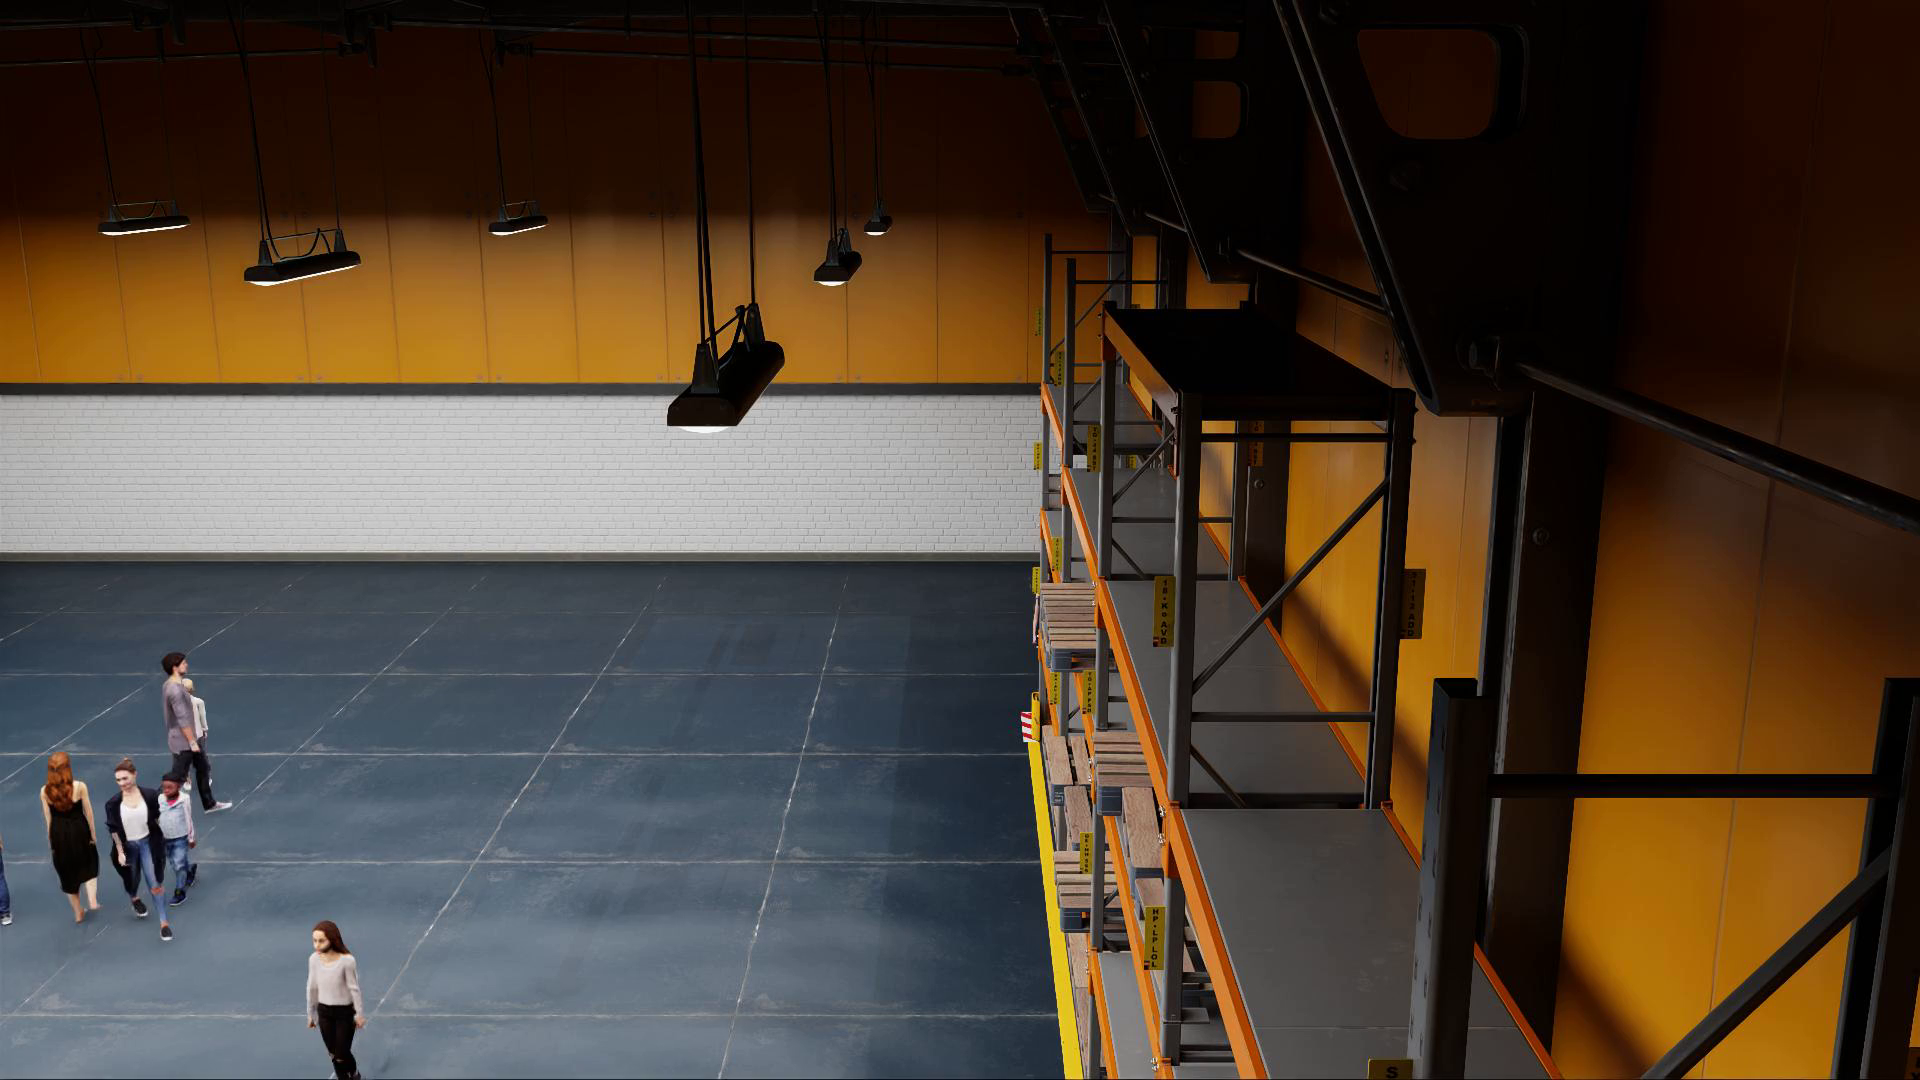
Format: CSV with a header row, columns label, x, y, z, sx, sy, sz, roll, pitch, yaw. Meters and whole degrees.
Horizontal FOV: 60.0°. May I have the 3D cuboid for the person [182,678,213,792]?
label,x,y,z,sx,sy,sz,roll,pitch,yaw
person,-8.527,2.140,18.433,0.581,1.276,0.616,-6,15,-23

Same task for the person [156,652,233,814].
label,x,y,z,sx,sy,sz,roll,pitch,yaw
person,-8.231,2.108,17.410,1.074,1.821,1.181,-7,15,-26

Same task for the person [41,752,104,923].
label,x,y,z,sx,sy,sz,roll,pitch,yaw
person,-8.152,2.749,15.201,0.671,1.615,0.732,-6,15,-22

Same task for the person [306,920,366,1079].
label,x,y,z,sx,sy,sz,roll,pitch,yaw
person,-4.615,3.496,12.412,0.598,1.475,0.581,2,14,9

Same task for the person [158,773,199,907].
label,x,y,z,sx,sy,sz,roll,pitch,yaw
person,-7.434,2.785,15.829,0.521,1.248,0.854,1,14,5

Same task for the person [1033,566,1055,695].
label,x,y,z,sx,sy,sz,roll,pitch,yaw
person,1.168,1.174,21.433,0.674,1.742,0.695,9,16,32

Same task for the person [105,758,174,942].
label,x,y,z,sx,sy,sz,roll,pitch,yaw
person,-7.466,2.773,15.033,0.980,1.646,1.176,-9,16,-32
